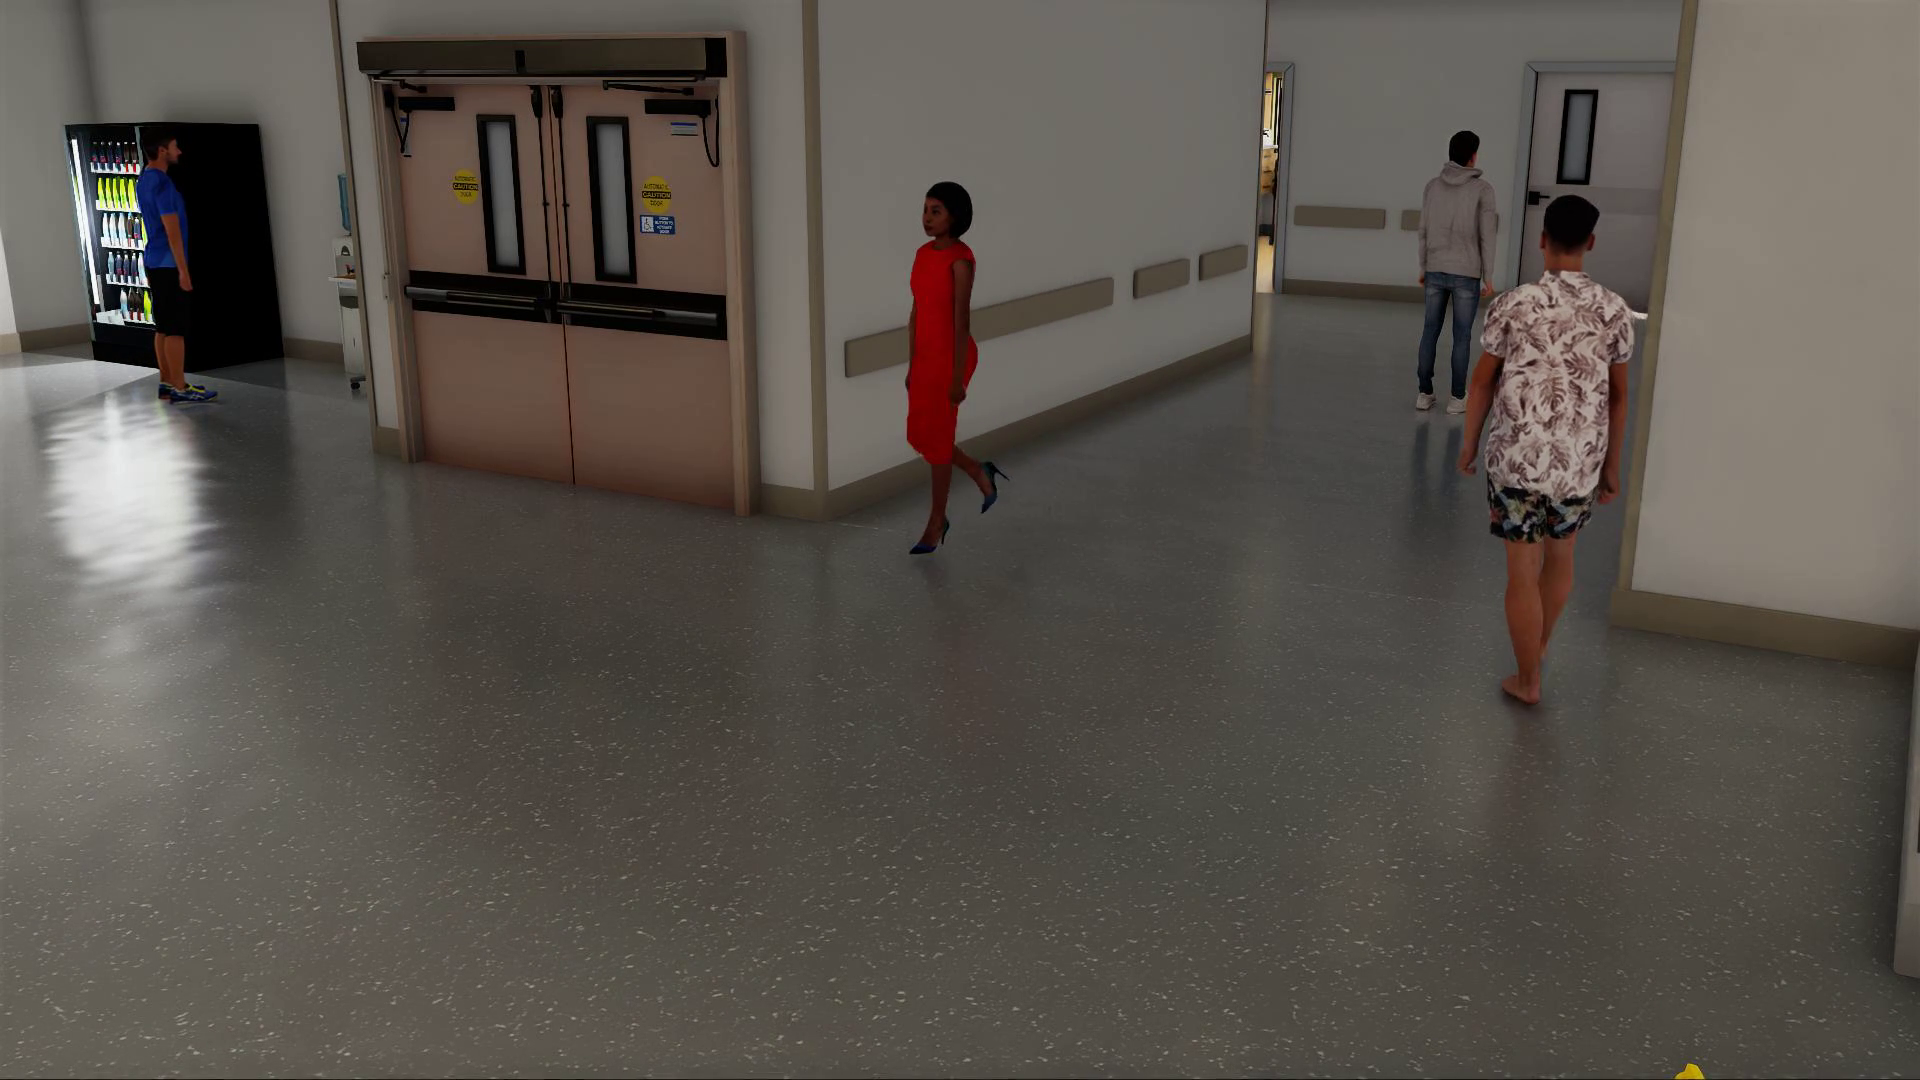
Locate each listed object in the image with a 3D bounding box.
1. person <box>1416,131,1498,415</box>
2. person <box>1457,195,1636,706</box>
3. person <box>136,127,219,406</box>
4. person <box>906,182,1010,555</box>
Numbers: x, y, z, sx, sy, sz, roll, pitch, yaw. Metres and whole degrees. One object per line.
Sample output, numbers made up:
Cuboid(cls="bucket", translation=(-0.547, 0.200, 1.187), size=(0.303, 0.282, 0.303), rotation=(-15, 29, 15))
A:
Cuboid(cls="person", translation=(3.298, -1.799, 11.165), size=(0.543, 1.852, 0.759), rotation=(12, 20, 36))
Cuboid(cls="person", translation=(2.094, -0.281, 5.894), size=(0.997, 1.791, 0.973), rotation=(1, 16, 4))
Cuboid(cls="person", translation=(-5.453, -1.881, 11.433), size=(0.726, 1.866, 0.587), rotation=(-13, 20, -39))
Cuboid(cls="person", translation=(-0.029, -0.799, 7.847), size=(0.844, 1.729, 0.864), rotation=(-11, 19, -34))
